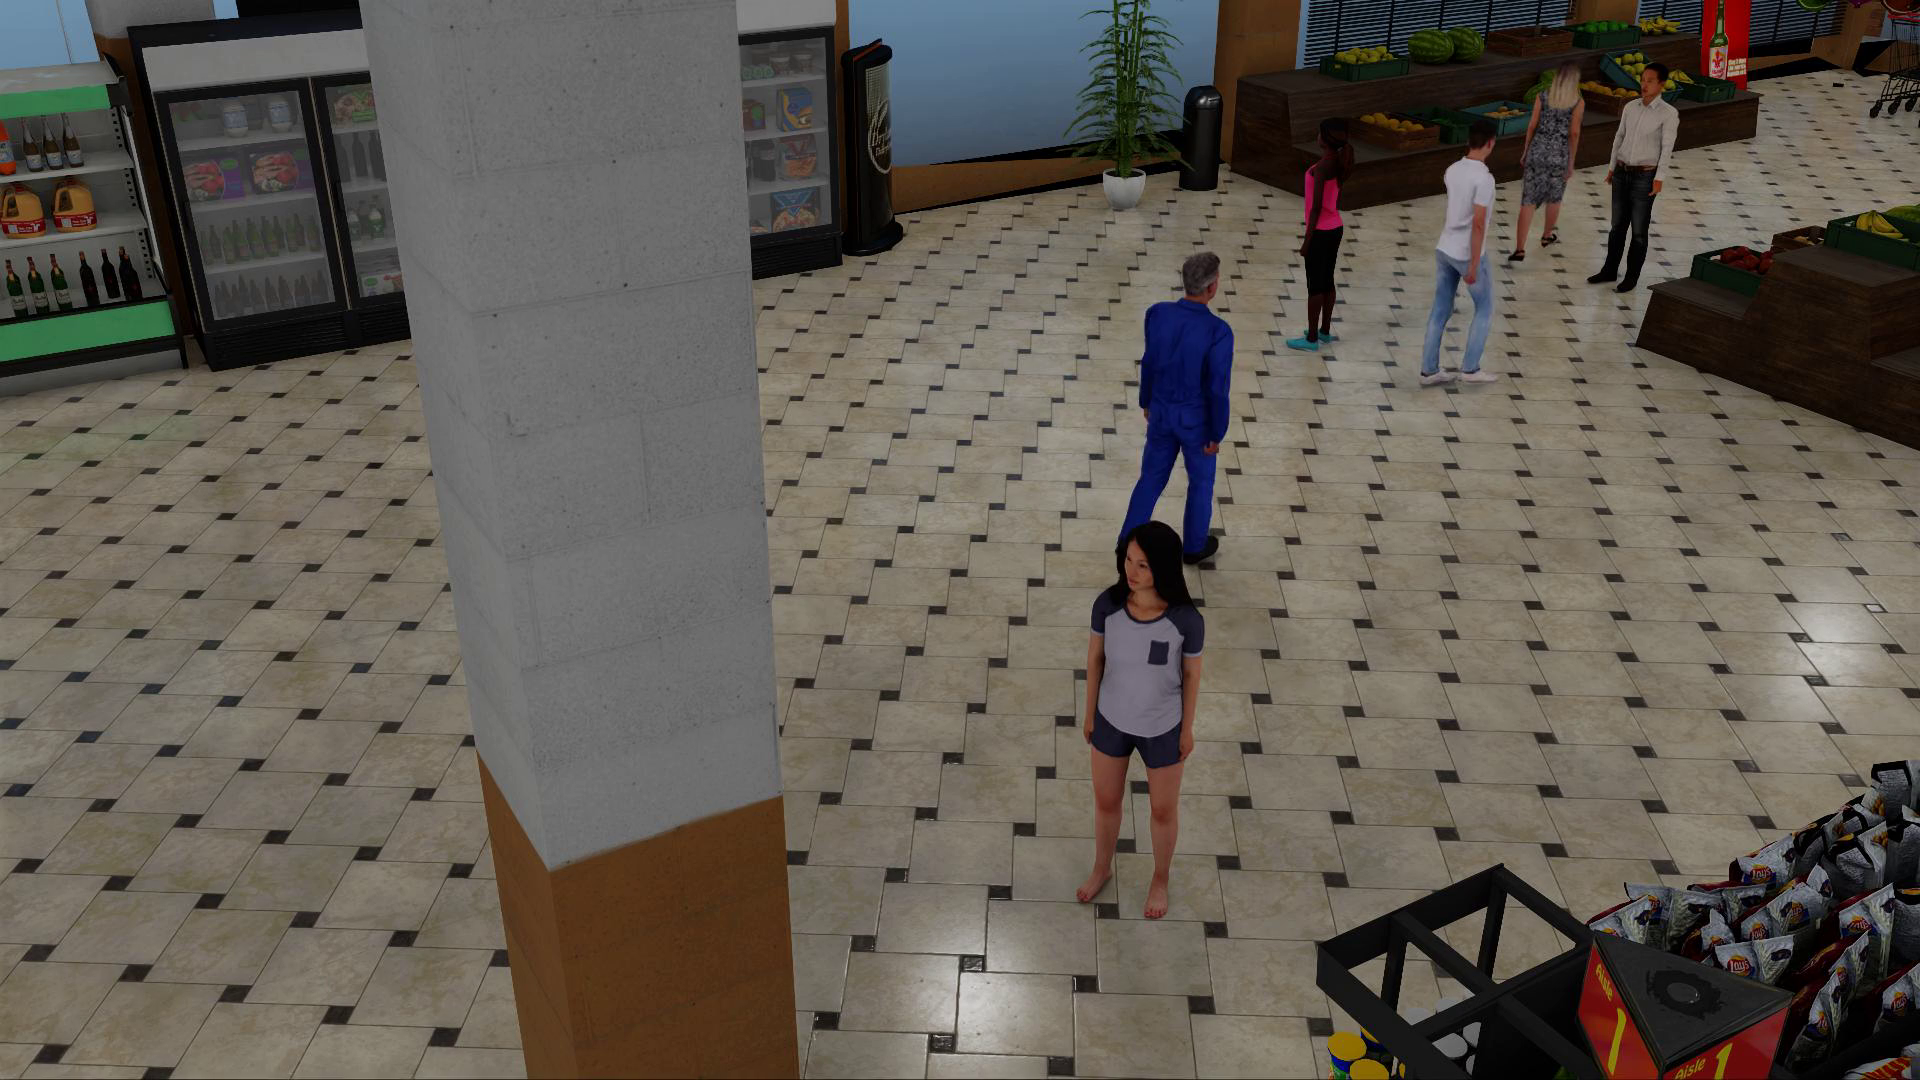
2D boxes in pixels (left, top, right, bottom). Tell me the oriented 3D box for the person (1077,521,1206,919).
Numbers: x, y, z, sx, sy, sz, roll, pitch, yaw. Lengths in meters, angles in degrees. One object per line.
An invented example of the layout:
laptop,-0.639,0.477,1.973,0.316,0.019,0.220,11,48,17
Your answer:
person,0.704,0.692,6.418,0.672,1.707,0.706,10,29,20

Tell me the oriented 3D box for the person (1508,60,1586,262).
person,4.945,-3.143,14.045,1.039,1.647,1.254,13,30,24

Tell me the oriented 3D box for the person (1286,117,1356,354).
person,2.663,-2.236,12.172,0.682,1.724,0.584,22,34,36

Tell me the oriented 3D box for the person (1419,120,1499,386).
person,3.379,-1.941,11.479,0.771,1.825,0.716,-8,28,-15

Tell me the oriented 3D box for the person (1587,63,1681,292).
person,5.490,-2.943,13.469,0.583,1.811,0.674,-18,32,-32

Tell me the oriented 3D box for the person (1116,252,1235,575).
person,1.137,-0.622,8.900,0.996,1.804,1.181,19,32,33
